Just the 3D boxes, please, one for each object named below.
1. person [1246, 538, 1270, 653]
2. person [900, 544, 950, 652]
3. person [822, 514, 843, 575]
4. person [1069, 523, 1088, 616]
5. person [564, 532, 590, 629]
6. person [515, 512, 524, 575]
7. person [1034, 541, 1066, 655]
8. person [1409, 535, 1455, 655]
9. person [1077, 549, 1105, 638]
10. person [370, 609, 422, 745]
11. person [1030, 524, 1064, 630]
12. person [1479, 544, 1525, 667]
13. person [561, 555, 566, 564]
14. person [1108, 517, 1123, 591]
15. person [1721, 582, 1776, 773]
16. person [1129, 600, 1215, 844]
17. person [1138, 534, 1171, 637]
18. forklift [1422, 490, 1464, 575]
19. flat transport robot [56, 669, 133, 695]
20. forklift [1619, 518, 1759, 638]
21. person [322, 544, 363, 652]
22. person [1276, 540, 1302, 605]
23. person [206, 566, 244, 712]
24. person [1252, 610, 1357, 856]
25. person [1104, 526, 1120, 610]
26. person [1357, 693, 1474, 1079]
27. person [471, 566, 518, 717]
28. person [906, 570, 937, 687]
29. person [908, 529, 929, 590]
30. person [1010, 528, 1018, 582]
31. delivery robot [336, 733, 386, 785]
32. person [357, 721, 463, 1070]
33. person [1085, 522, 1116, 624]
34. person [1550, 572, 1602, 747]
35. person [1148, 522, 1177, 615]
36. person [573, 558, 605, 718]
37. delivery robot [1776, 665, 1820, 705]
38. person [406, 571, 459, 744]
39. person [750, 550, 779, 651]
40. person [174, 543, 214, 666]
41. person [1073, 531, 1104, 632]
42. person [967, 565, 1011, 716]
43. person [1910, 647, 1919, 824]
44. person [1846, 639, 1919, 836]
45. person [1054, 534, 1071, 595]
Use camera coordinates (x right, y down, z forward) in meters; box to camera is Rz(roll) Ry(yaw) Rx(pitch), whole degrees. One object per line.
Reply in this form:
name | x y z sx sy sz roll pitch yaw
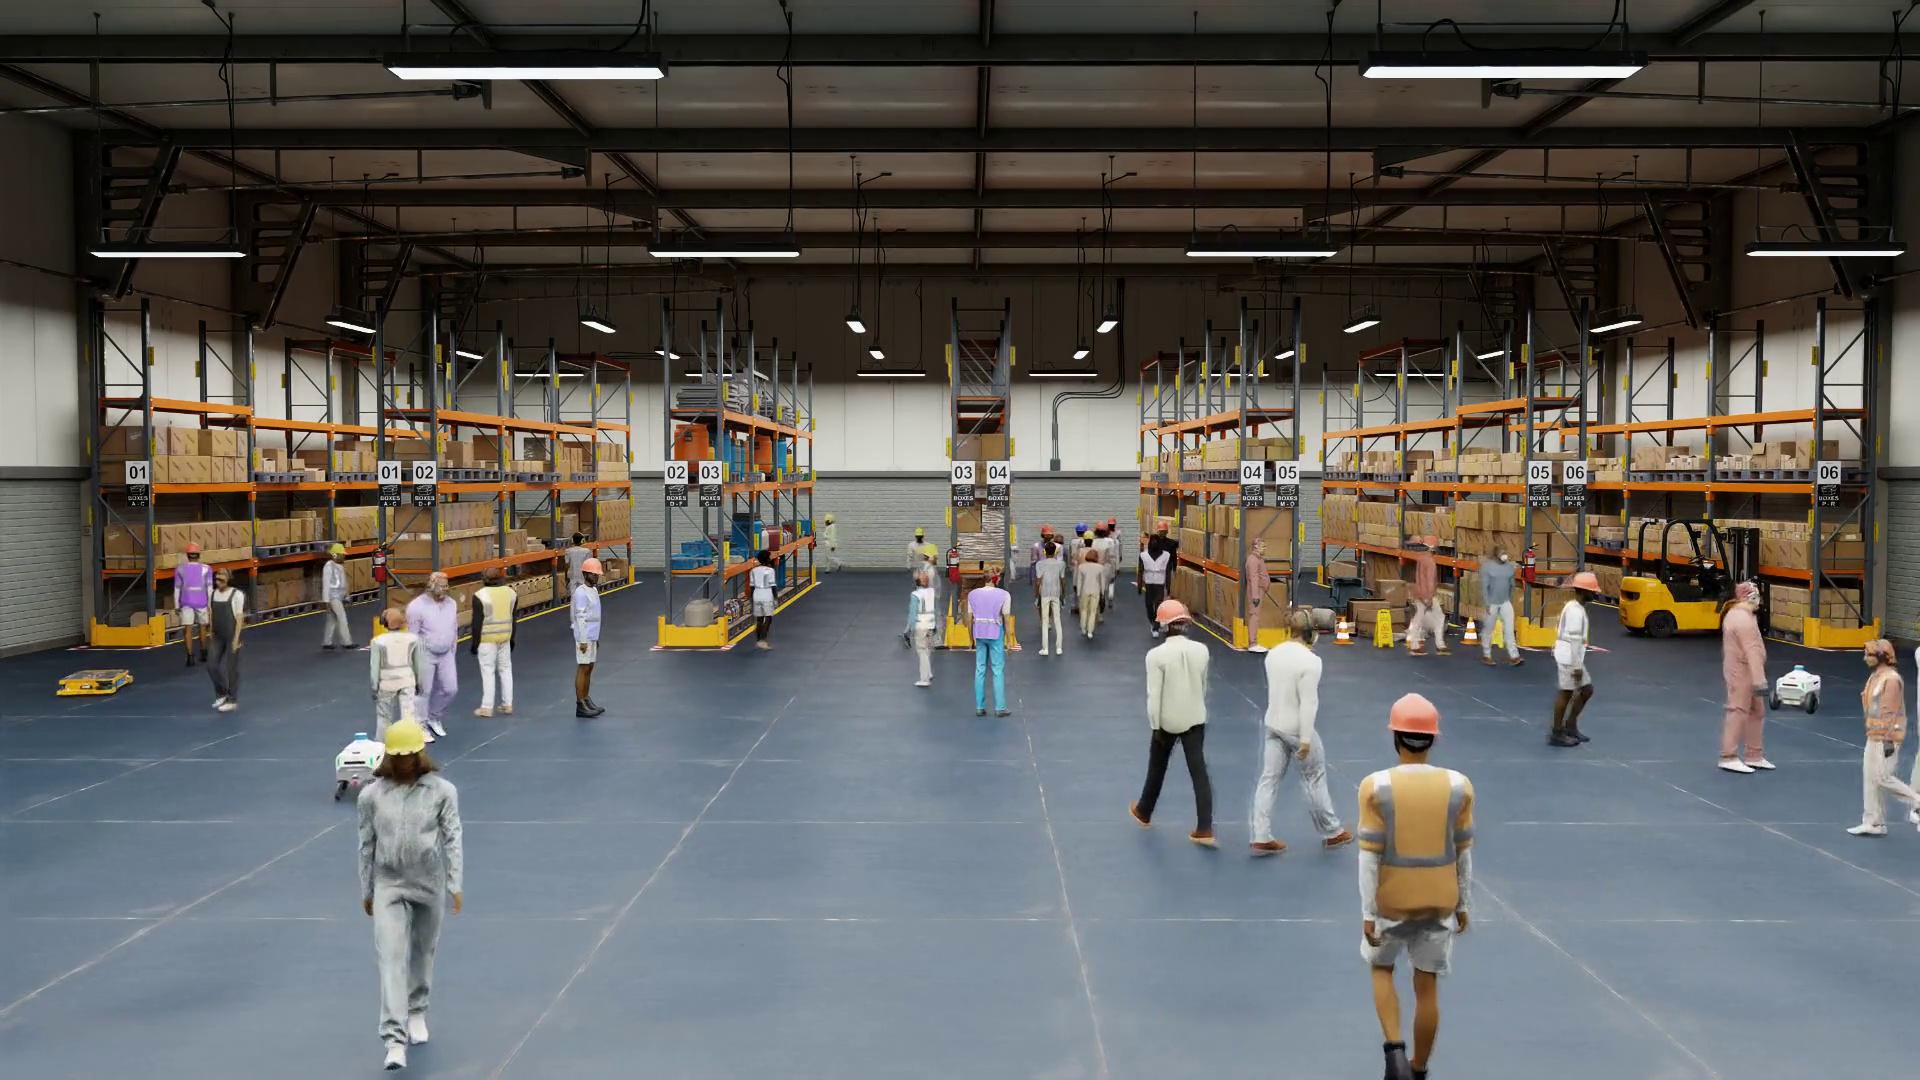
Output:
person | 4.976 0.918 26.957 0.405 1.904 0.652 0 2 12
person | -0.574 0.967 26.947 0.771 1.806 0.602 -1 2 -16
person | -3.828 0.129 48.024 0.509 1.819 0.600 -1 2 -14
person | 2.514 0.637 34.110 0.547 1.953 0.630 -1 3 -31
person | -7.334 0.775 30.991 0.520 1.873 0.333 0 2 -5
person | -12.419 0.165 45.632 0.508 1.933 0.637 1 2 13
person | 1.479 0.952 26.537 0.523 1.870 0.317 0 2 -9
person | 7.736 0.911 26.373 0.847 1.959 0.647 0 2 -5
person | 2.390 0.970 29.364 0.505 1.606 0.673 0 2 11
person | -5.715 1.494 16.346 0.538 1.592 0.881 -1 3 -31
person | 1.658 0.718 30.576 0.645 2.013 0.855 0 2 0
person | 8.327 1.010 24.842 0.636 1.891 0.973 0 2 -8
person | -10.814 0.241 43.676 0.633 1.926 0.790 0 2 12
person | 3.886 0.345 41.394 0.559 1.915 0.883 0 2 7
person | 7.826 1.365 15.997 0.535 1.886 0.724 1 2 22
person | 1.754 1.455 13.157 0.621 1.931 1.071 -1 2 -21
person | 3.583 0.817 29.719 0.599 1.892 0.845 0 2 12
forklift | 13.926 -0.371 47.846 1.873 2.768 1.129 0 2 0
flat transport robot | -11.823 1.937 22.087 0.652 0.197 1.431 -1 3 -17
forklift | 13.417 0.684 29.791 2.313 2.155 1.214 0 2 0
person | -10.282 0.967 26.937 0.806 1.801 0.627 0 2 -2
person | 6.932 0.661 34.235 0.627 1.843 0.429 0 2 3
person | -9.139 1.231 20.098 0.505 1.823 0.421 0 2 10
person | 2.672 1.492 12.607 0.961 1.891 0.643 -1 3 -30
person | 3.188 0.604 35.309 0.600 1.866 0.471 0 2 2
person | 2.125 1.678 7.576 0.553 1.920 0.405 0 2 3
person | -5.735 1.233 19.834 0.429 1.840 0.633 2 3 38
person | -0.542 1.229 22.499 0.395 1.621 0.545 2 3 36
person | -0.940 0.593 37.305 0.541 1.728 0.895 0 2 0
person | 1.332 0.246 44.533 0.425 1.851 0.610 2 3 35
delivery robot | -5.551 2.034 14.973 0.477 0.478 0.707 0 2 -10
person | -2.768 1.763 8.135 0.503 1.696 0.884 -1 2 -20
person | 2.790 0.650 32.166 0.645 2.028 0.427 1 2 14
person | 6.668 1.289 17.523 0.505 1.907 0.557 1 3 27
person | 4.192 0.615 33.477 0.626 1.992 0.387 0 2 1
person | -4.545 1.188 19.828 0.376 1.933 0.545 0 2 5
delivery robot | 10.549 1.822 20.308 0.477 0.478 0.707 2 3 43
person | -5.799 1.288 17.818 0.423 1.887 0.678 2 3 40
person | -3.336 1.017 27.308 0.560 1.685 0.520 2 3 38
person | -11.982 0.991 25.276 0.571 1.890 0.893 -1 2 -22
person | 2.437 0.776 30.606 0.606 1.889 0.857 0 2 3
person | 0.355 1.234 19.793 0.564 1.841 0.391 1 2 23
person | 8.191 1.502 13.341 0.482 1.823 0.880 0 2 -6
person | 7.549 1.606 13.084 0.541 1.620 0.518 0 2 12
person | 2.291 0.658 37.147 0.532 1.598 0.768 1 2 17
